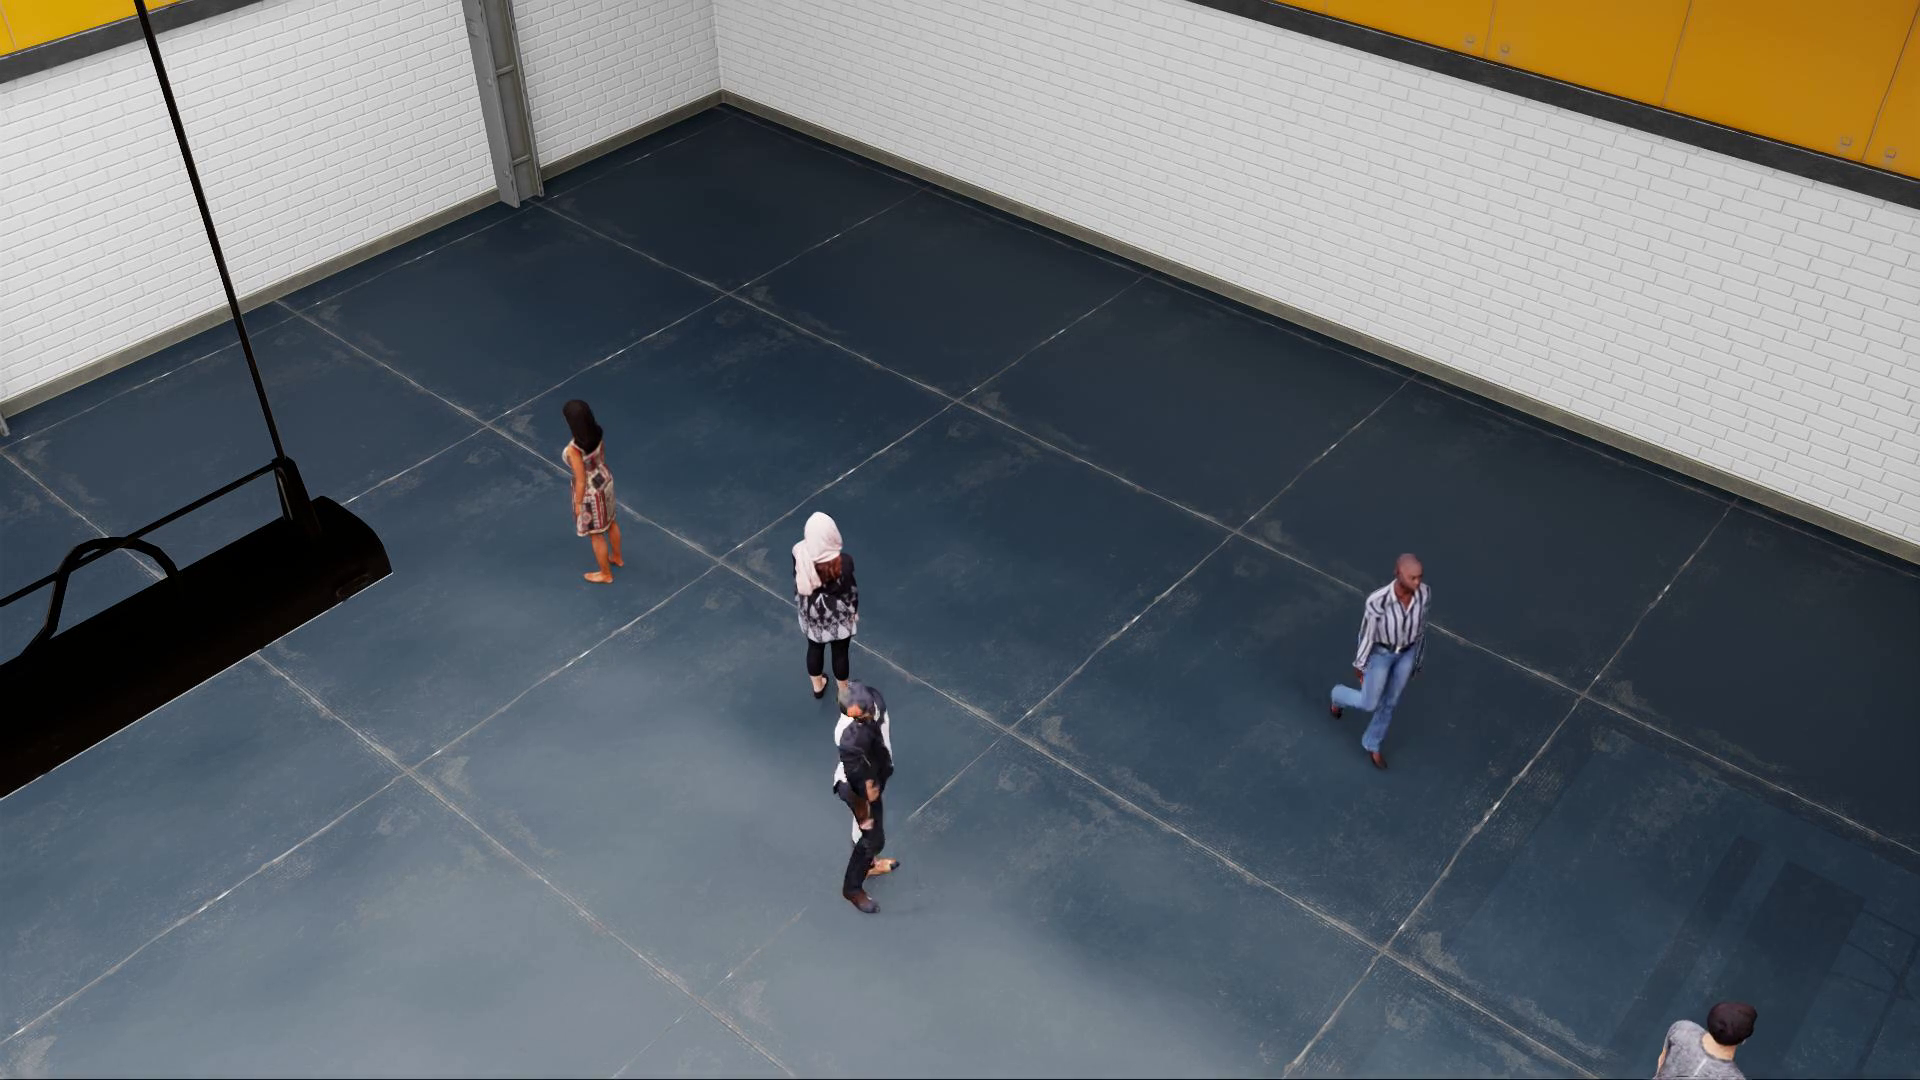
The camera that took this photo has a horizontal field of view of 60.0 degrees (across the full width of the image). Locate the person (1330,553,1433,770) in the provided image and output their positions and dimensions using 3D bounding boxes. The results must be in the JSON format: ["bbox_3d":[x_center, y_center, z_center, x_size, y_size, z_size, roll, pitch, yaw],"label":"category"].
[{"bbox_3d":[2.838,0.756,11.230,0.895,1.778,0.911,-13,40,-16],"label":"person"}]

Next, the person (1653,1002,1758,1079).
[{"bbox_3d":[3.544,2.968,8.393,0.816,1.860,0.774,-23,44,-26],"label":"person"}]

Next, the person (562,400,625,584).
[{"bbox_3d":[-2.820,-0.385,12.765,0.779,1.645,0.616,10,40,13],"label":"person"}]

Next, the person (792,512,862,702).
[{"bbox_3d":[-0.944,0.473,11.697,0.724,1.636,0.741,11,40,14],"label":"person"}]

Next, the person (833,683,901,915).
[{"bbox_3d":[-0.567,1.479,10.256,0.867,1.863,0.742,-3,39,-4],"label":"person"}]
